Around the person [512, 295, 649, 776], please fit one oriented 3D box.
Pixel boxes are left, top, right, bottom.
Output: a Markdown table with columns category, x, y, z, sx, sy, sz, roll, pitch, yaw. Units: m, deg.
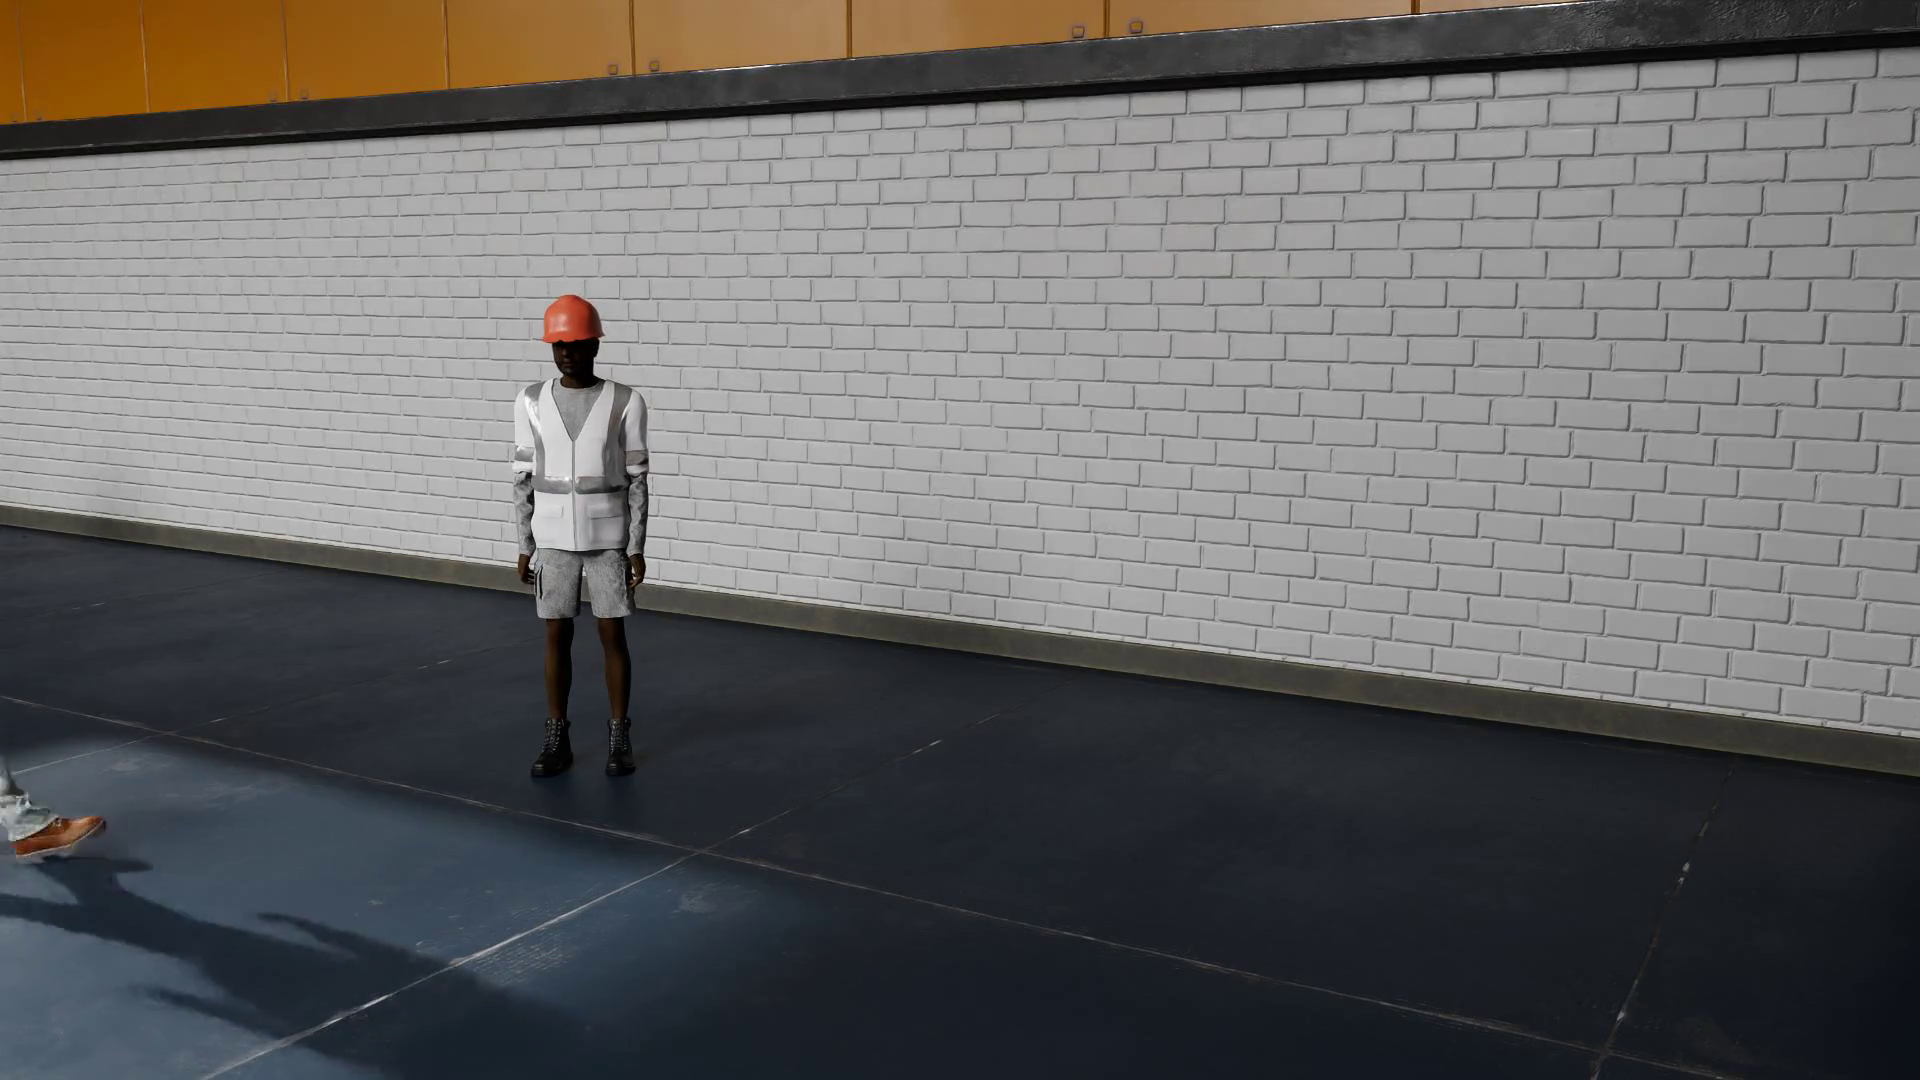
| category | x | y | z | sx | sy | sz | roll | pitch | yaw |
| --- | --- | --- | --- | --- | --- | --- | --- | --- | --- |
| person | -1.520 | -0.007 | 6.687 | 0.545 | 1.938 | 0.359 | 0 | 9 | -2 |

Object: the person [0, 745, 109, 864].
| category | x | y | z | sx | sy | sz | roll | pitch | yaw |
| --- | --- | --- | --- | --- | --- | --- | --- | --- | --- |
| person | -3.514 | 0.196 | 5.625 | 1.030 | 1.876 | 0.638 | -2 | 9 | -13 |
